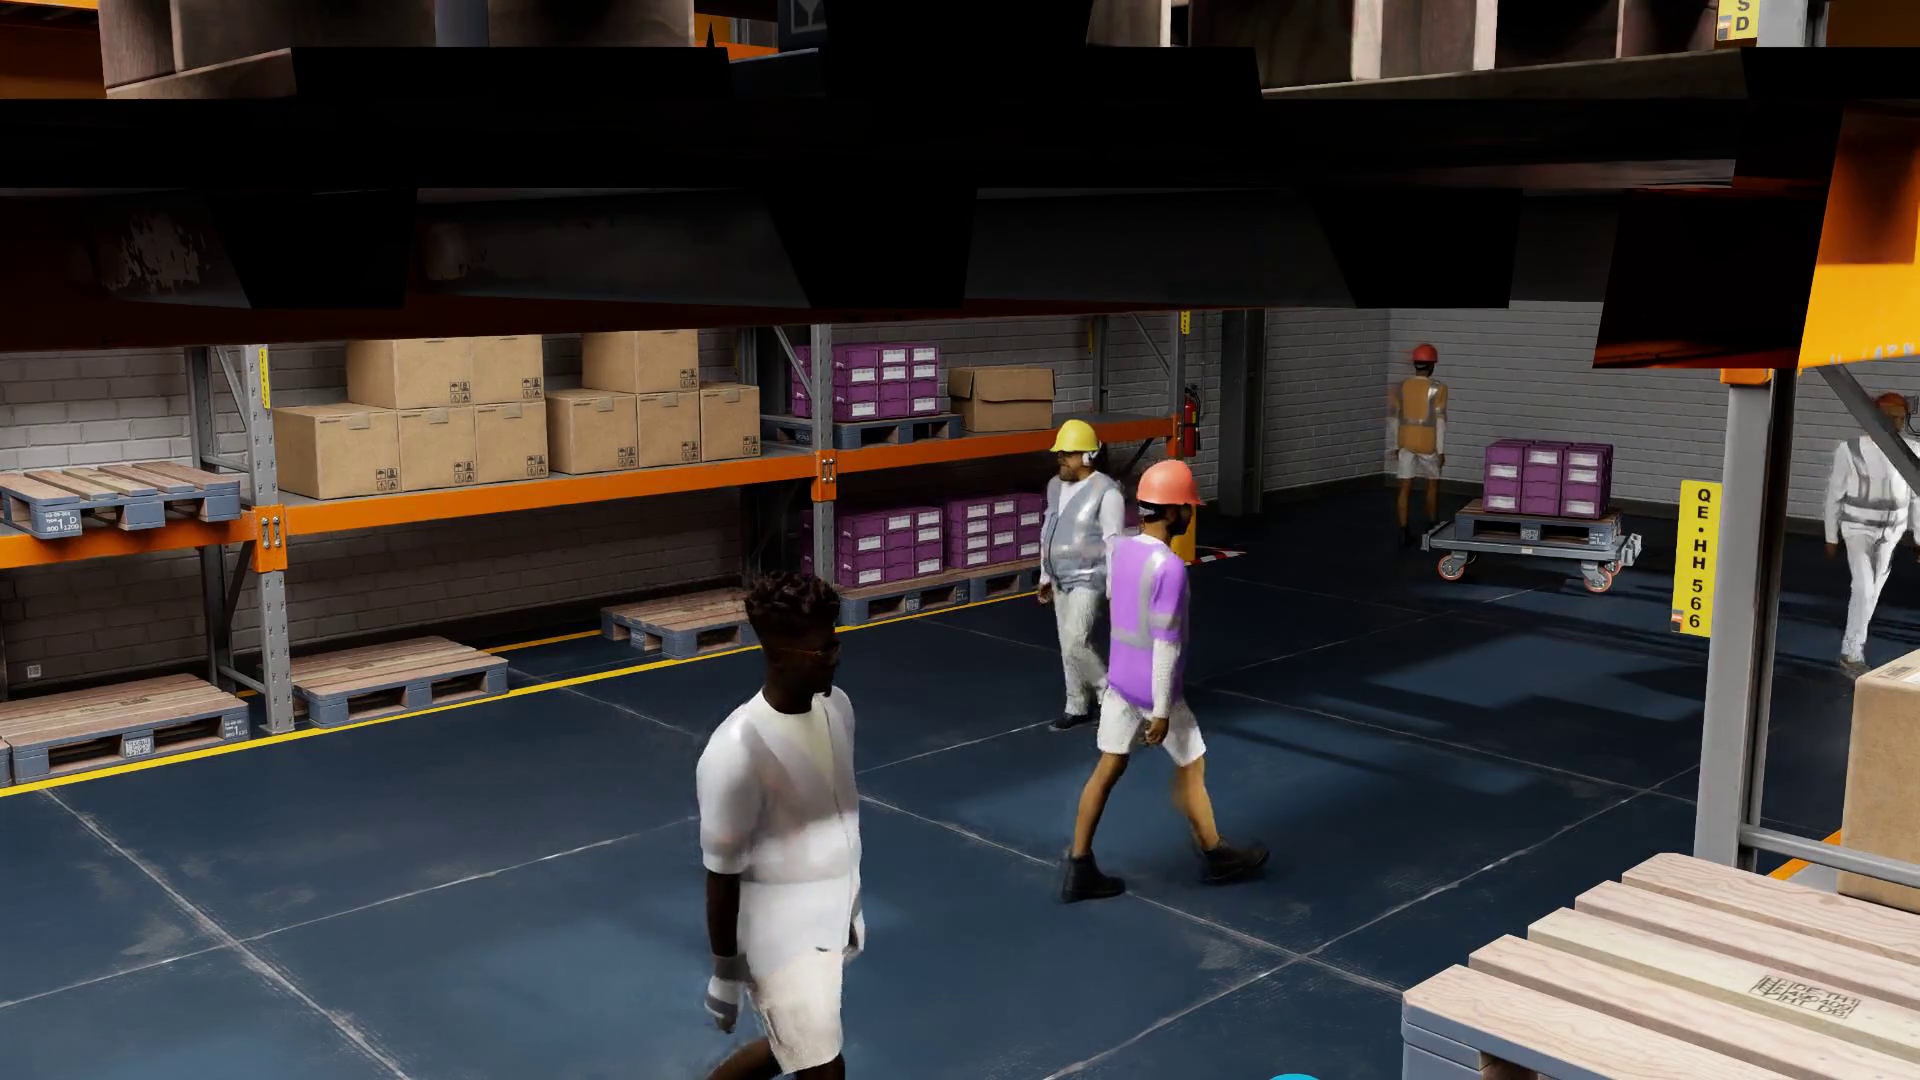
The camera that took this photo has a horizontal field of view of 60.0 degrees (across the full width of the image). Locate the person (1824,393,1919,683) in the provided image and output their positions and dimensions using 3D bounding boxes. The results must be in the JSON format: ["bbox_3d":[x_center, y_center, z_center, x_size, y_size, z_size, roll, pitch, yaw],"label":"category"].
[{"bbox_3d":[5.944,-0.008,10.708,0.575,1.857,0.750,0,10,-2],"label":"person"}]

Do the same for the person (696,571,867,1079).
[{"bbox_3d":[-0.510,1.017,4.490,0.865,1.942,0.617,4,11,23],"label":"person"}]

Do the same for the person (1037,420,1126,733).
[{"bbox_3d":[0.666,0.220,9.497,0.416,1.820,0.589,-6,11,-30],"label":"person"}]

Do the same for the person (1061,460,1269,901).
[{"bbox_3d":[0.856,0.598,7.085,0.986,1.883,0.562,-4,11,-24],"label":"person"}]

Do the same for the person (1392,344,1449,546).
[{"bbox_3d":[4.442,-0.921,15.926,0.575,1.900,0.902,7,12,36],"label":"person"}]
